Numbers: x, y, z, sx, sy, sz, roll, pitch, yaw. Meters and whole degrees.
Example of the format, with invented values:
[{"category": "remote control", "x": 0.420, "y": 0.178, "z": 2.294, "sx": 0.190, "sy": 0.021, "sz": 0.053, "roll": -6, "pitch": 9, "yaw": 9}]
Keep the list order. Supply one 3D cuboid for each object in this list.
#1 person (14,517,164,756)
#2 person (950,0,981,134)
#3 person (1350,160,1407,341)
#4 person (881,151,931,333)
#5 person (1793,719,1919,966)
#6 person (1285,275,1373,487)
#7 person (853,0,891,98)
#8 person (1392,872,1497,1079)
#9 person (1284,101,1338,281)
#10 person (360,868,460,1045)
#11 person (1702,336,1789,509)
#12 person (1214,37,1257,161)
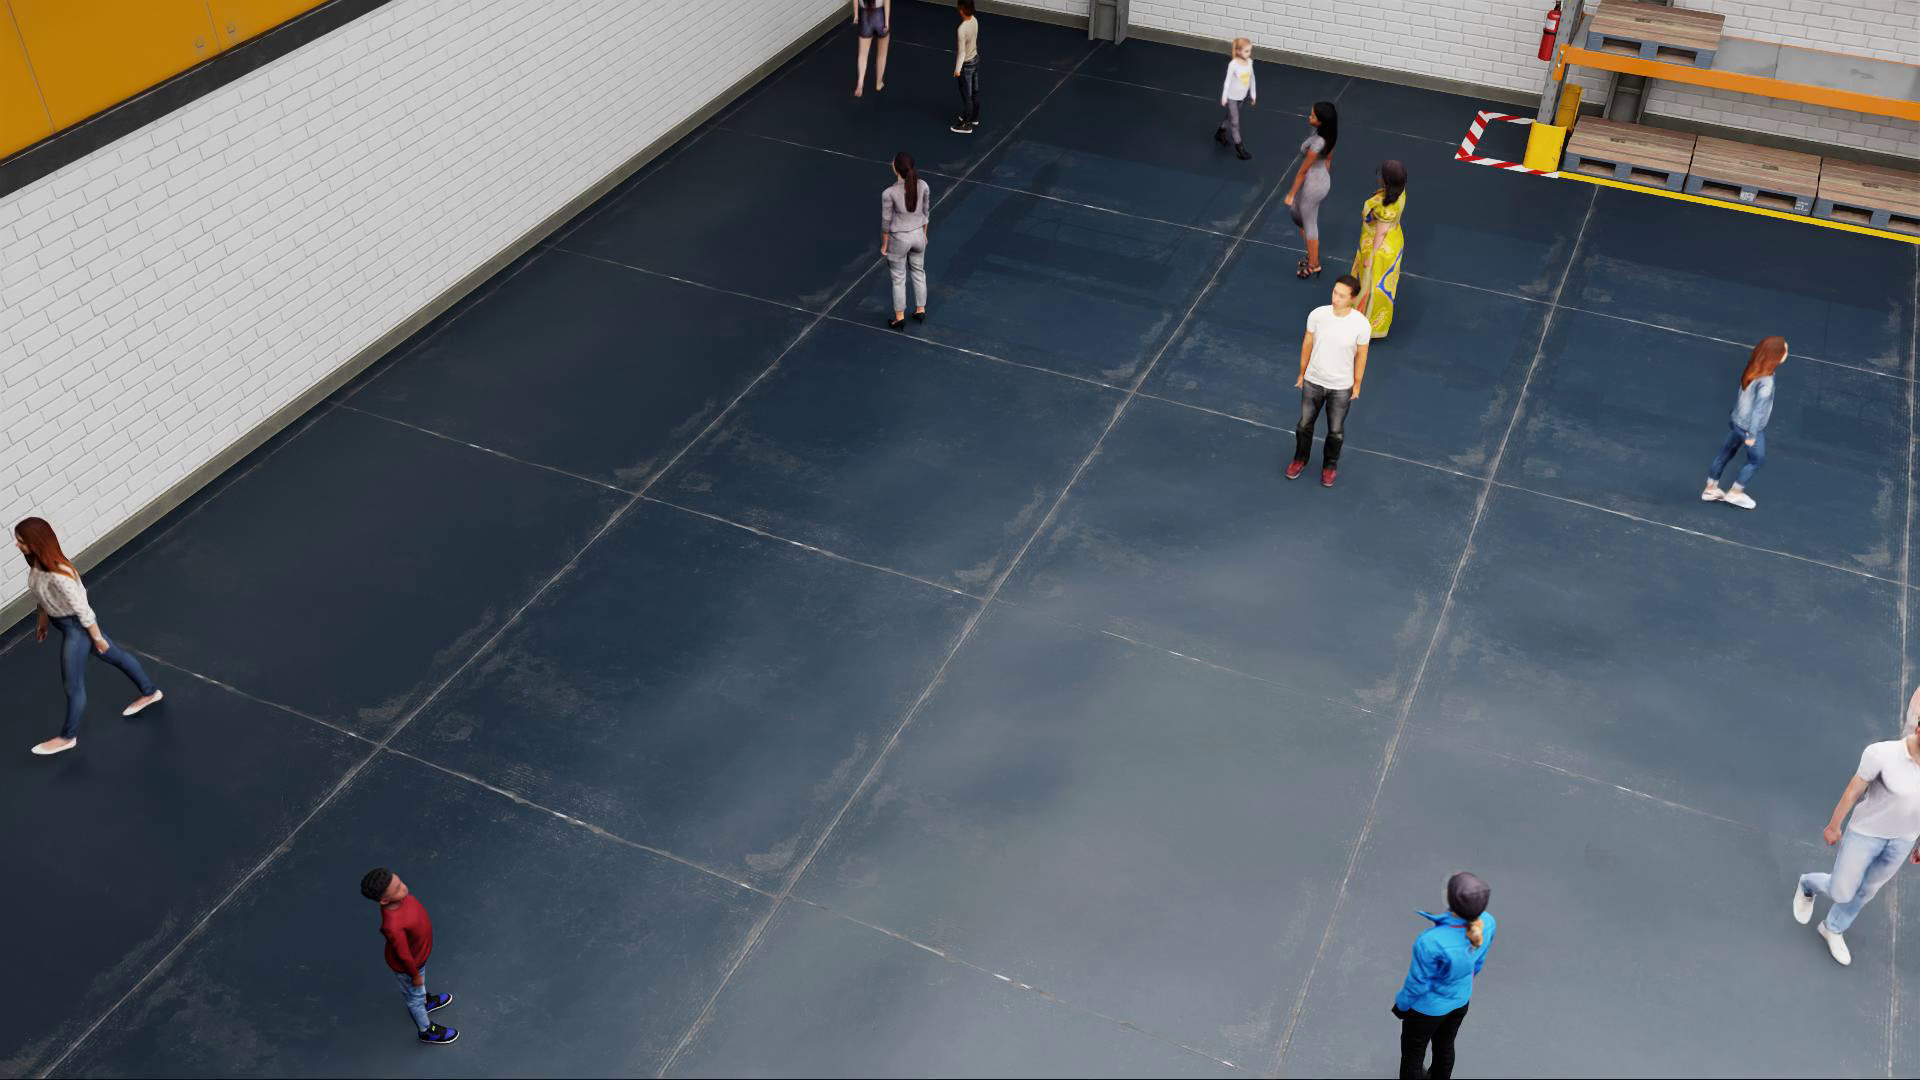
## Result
[{"category": "person", "x": -5.514, "y": 0.513, "z": 10.557, "sx": 0.963, "sy": 1.691, "sz": 1.083, "roll": -26, "pitch": 45, "yaw": -28}, {"category": "person", "x": 0.085, "y": -5.087, "z": 17.751, "sx": 0.501, "sy": 1.465, "sz": 0.551, "roll": 15, "pitch": 41, "yaw": 18}, {"category": "person", "x": 3.632, "y": -2.521, "z": 14.382, "sx": 0.754, "sy": 1.660, "sz": 0.841, "roll": 15, "pitch": 41, "yaw": 18}, {"category": "person", "x": -0.469, "y": -2.593, "z": 14.456, "sx": 0.728, "sy": 1.679, "sz": 0.766, "roll": -20, "pitch": 43, "yaw": -23}, {"category": "person", "x": 5.027, "y": 1.543, "z": 9.148, "sx": 0.797, "sy": 1.840, "sz": 0.862, "roll": 1, "pitch": 39, "yaw": 1}, {"category": "person", "x": 2.819, "y": -1.228, "z": 12.650, "sx": 0.471, "sy": 1.801, "sz": 0.692, "roll": 15, "pitch": 41, "yaw": 17}, {"category": "person", "x": -0.967, "y": -5.654, "z": 18.331, "sx": 0.899, "sy": 1.627, "sz": 0.822, "roll": 4, "pitch": 39, "yaw": 5}, {"category": "person", "x": 2.376, "y": 2.281, "z": 8.259, "sx": 0.689, "sy": 1.797, "sz": 0.733, "roll": -15, "pitch": 41, "yaw": -18}, {"category": "person", "x": 3.281, "y": -3.107, "z": 15.031, "sx": 0.613, "sy": 1.764, "sz": 0.600, "roll": 21, "pitch": 43, "yaw": 24}, {"category": "person", "x": -2.938, "y": 2.181, "z": 8.817, "sx": 0.644, "sy": 1.256, "sz": 0.585, "roll": -12, "pitch": 40, "yaw": -15}, {"category": "person", "x": 5.838, "y": -0.885, "z": 12.486, "sx": 0.702, "sy": 1.469, "sz": 0.674, "roll": 4, "pitch": 39, "yaw": 4}, {"category": "person", "x": 2.845, "y": -4.649, "z": 17.380, "sx": 0.789, "sy": 1.243, "sz": 0.971, "roll": -24, "pitch": 44, "yaw": -27}]
